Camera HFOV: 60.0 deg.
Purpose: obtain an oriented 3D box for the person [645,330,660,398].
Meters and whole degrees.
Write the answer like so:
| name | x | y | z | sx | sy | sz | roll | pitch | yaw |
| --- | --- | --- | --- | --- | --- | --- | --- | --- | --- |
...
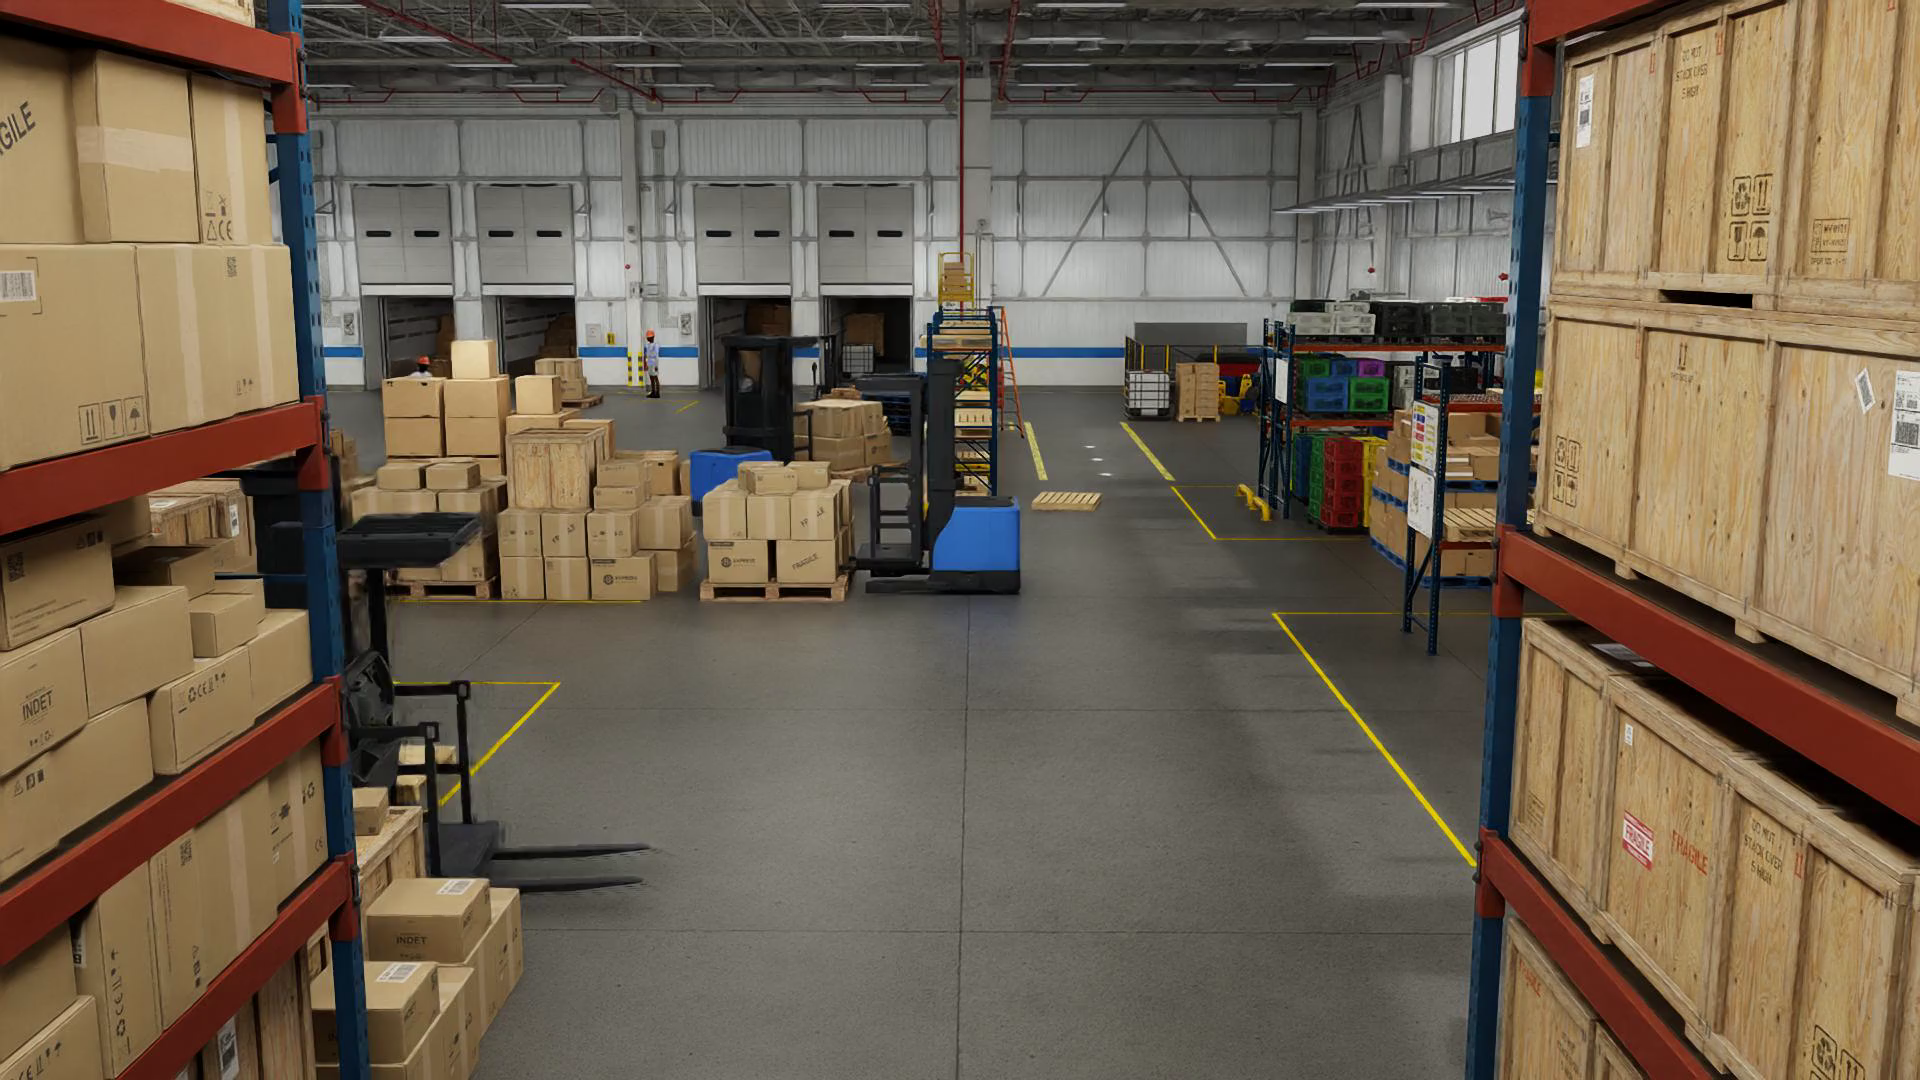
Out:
| name | x | y | z | sx | sy | sz | roll | pitch | yaw |
| --- | --- | --- | --- | --- | --- | --- | --- | --- | --- |
| person | -8.756 | -4.993 | 47.262 | 0.388 | 1.930 | 0.544 | -8 | 13 | -40 |

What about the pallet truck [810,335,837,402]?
| name | x | y | z | sx | sy | sz | roll | pitch | yaw |
| --- | --- | --- | --- | --- | --- | --- | --- | --- | --- |
| pallet truck | -3.021 | -4.312 | 43.126 | 1.885 | 1.965 | 0.823 | 3 | 10 | 17 |

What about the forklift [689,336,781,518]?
| name | x | y | z | sx | sy | sz | roll | pitch | yaw |
| --- | --- | --- | --- | --- | --- | --- | --- | --- | --- |
| forklift | -3.260 | -1.779 | 25.967 | 1.129 | 2.768 | 1.873 | 7 | 12 | 34 |

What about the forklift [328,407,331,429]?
| name | x | y | z | sx | sy | sz | roll | pitch | yaw |
| --- | --- | --- | --- | --- | --- | --- | --- | --- | --- |
| forklift | -13.013 | -2.834 | 32.054 | 1.129 | 2.768 | 1.873 | 0 | 10 | 1 |

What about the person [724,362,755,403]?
| name | x | y | z | sx | sy | sz | roll | pitch | yaw |
| --- | --- | --- | --- | --- | --- | --- | --- | --- | --- |
| person | -4.561 | -2.741 | 34.361 | 0.643 | 1.904 | 0.959 | 3 | 10 | 17 |

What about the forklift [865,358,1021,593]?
| name | x | y | z | sx | sy | sz | roll | pitch | yaw |
| --- | --- | --- | --- | --- | --- | --- | --- | --- | --- |
| forklift | -0.198 | -0.808 | 20.366 | 1.873 | 2.768 | 1.129 | 0 | 10 | 1 |

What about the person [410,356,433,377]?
| name | x | y | z | sx | sy | sz | roll | pitch | yaw |
| --- | --- | --- | --- | --- | --- | --- | --- | --- | --- |
| person | -11.526 | -3.013 | 35.854 | 0.510 | 1.916 | 0.565 | 6 | 11 | 29 |

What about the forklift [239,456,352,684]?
| name | x | y | z | sx | sy | sz | roll | pitch | yaw |
| --- | --- | --- | --- | --- | --- | --- | --- | --- | --- |
| forklift | -4.145 | 0.892 | 10.558 | 1.873 | 2.768 | 1.129 | -1 | 10 | -6 |
